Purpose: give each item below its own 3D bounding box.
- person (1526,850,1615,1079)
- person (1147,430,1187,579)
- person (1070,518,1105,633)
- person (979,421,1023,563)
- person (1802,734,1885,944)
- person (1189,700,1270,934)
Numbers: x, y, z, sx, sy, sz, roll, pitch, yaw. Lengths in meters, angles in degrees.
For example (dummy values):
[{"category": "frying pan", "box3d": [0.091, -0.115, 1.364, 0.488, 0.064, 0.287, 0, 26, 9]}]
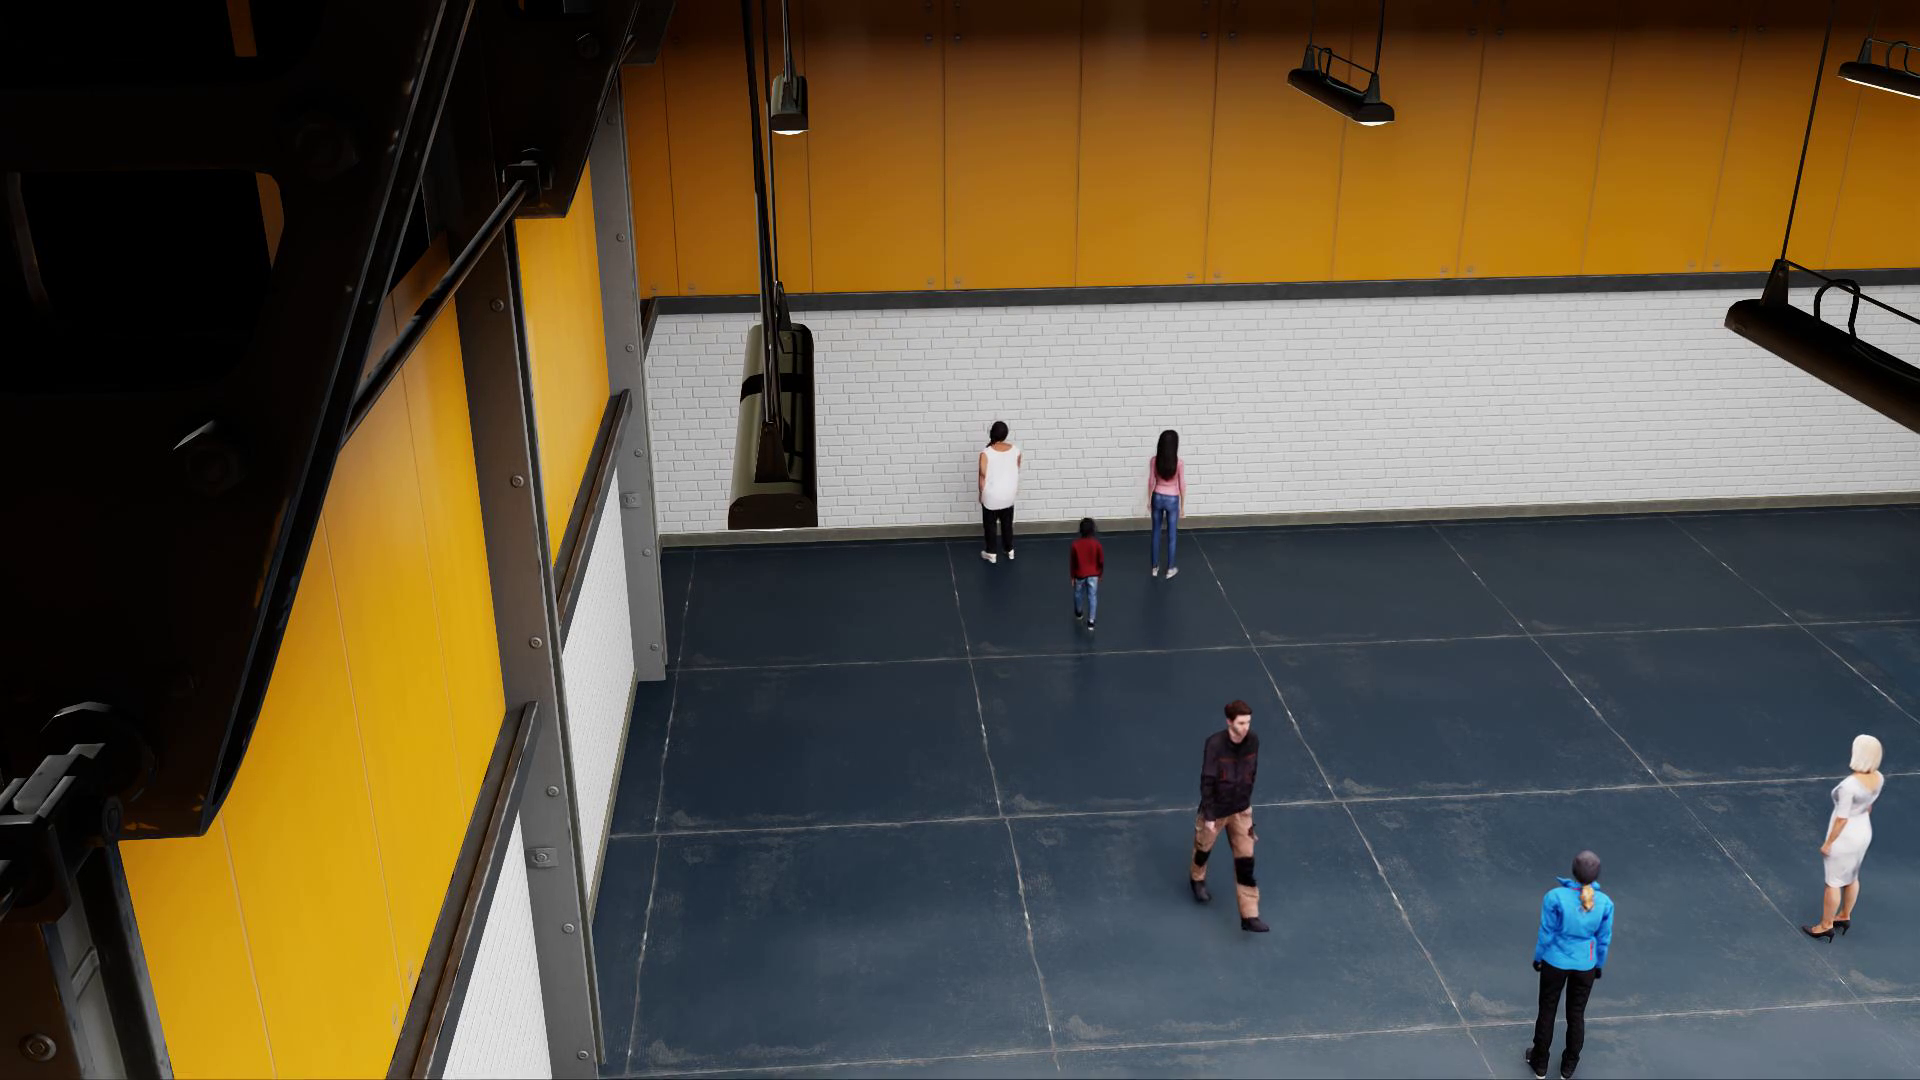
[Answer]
[{"category": "person", "box3d": [4.113, 2.872, 11.236, 0.671, 1.798, 0.614, 5, 24, 10]}, {"category": "person", "box3d": [2.324, -0.424, 18.846, 0.644, 1.742, 0.616, 7, 25, 16]}, {"category": "person", "box3d": [1.347, 0.380, 17.625, 0.555, 1.247, 0.877, 0, 24, 1]}, {"category": "person", "box3d": [0.430, -0.572, 19.254, 0.720, 1.686, 0.695, -12, 26, -26]}, {"category": "person", "box3d": [6.771, 2.269, 12.675, 0.630, 1.750, 0.624, -12, 26, -25]}, {"category": "person", "box3d": [2.016, 2.077, 12.970, 0.882, 1.867, 1.285, -7, 25, -16]}]
